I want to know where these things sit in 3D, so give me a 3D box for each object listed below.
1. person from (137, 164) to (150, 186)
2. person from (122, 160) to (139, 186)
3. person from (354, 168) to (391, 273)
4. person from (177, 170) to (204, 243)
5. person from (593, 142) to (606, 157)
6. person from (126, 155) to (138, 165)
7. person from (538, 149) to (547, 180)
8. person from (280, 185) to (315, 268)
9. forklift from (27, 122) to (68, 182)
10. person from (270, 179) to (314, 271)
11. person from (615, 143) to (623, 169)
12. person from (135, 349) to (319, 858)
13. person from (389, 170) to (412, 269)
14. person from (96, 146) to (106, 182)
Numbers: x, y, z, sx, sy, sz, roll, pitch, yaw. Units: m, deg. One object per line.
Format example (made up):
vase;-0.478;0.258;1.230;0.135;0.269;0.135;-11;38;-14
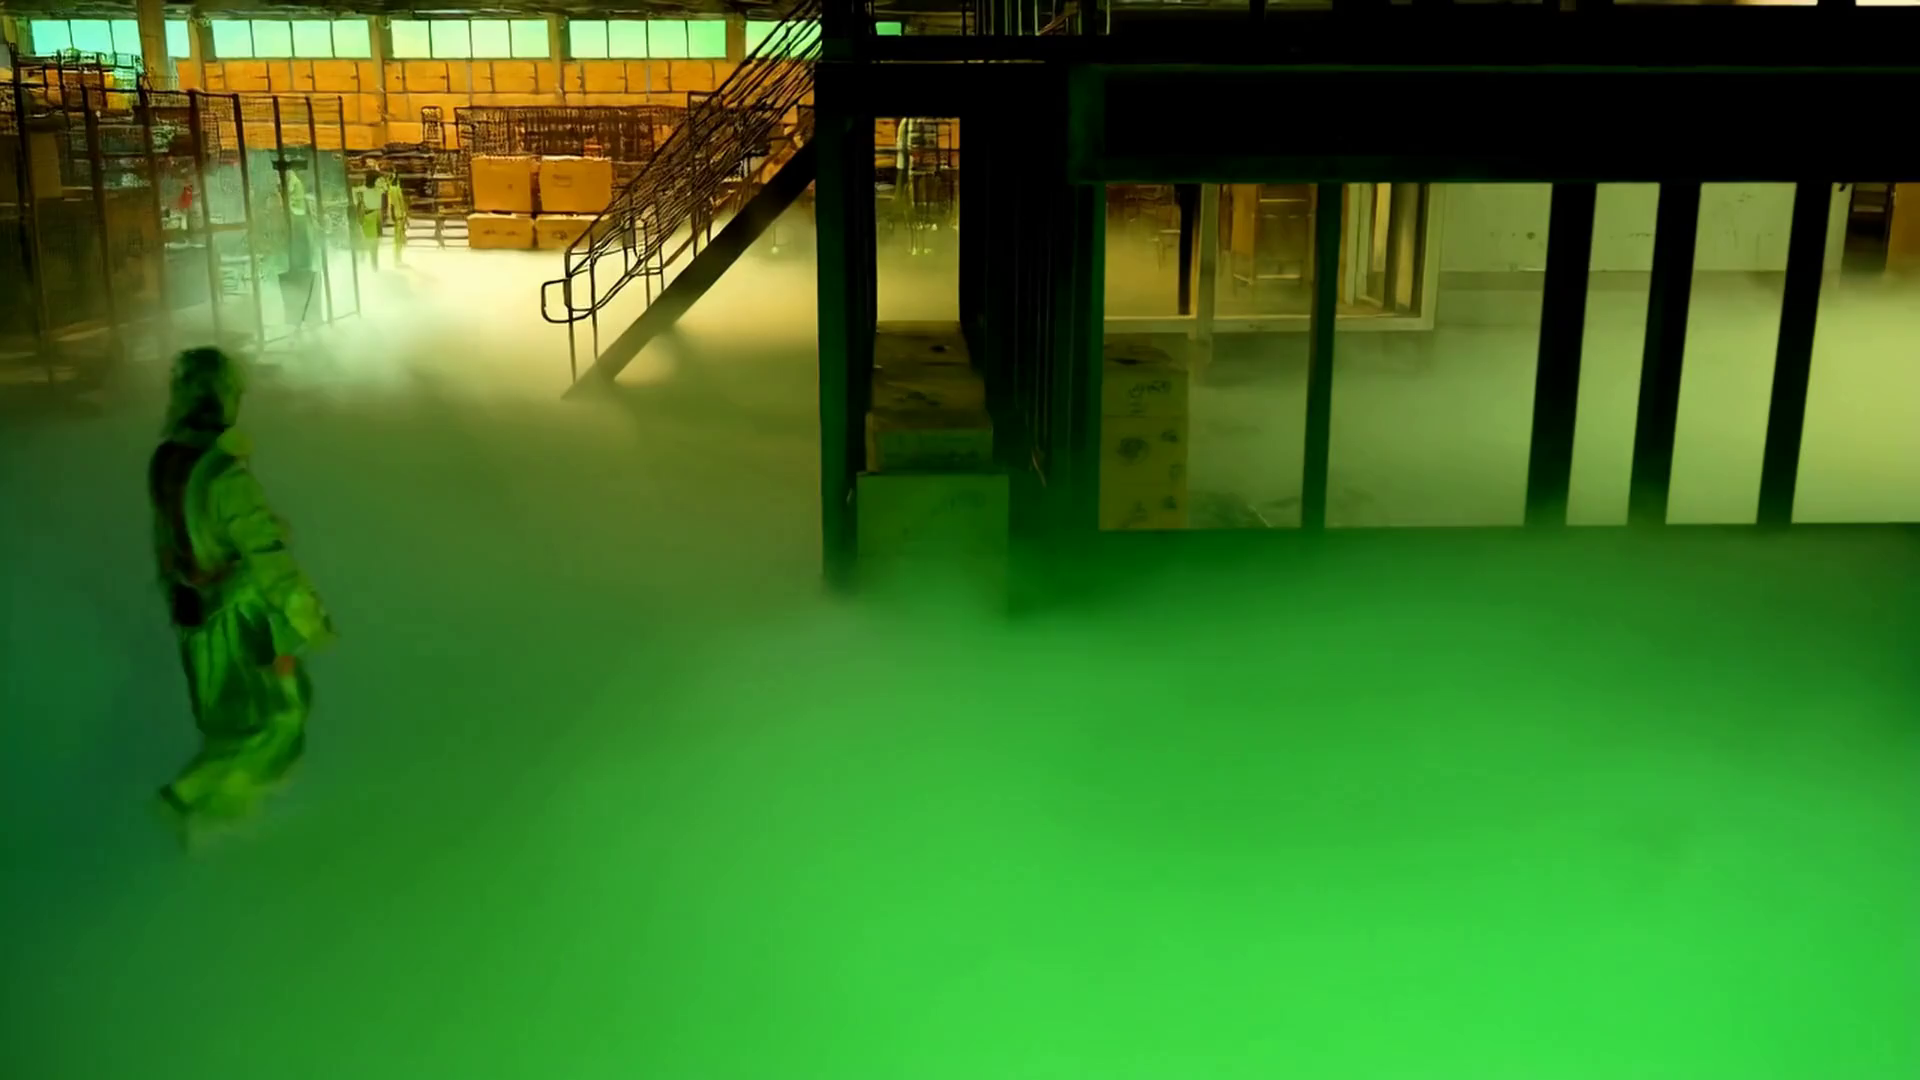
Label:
person;-17.056;-6.961;35.097;0.559;1.919;0.583;-3;14;-13
person;-18.944;-7.735;38.159;0.379;1.937;0.547;-1;14;-4
person;-10.942;-5.960;31.079;0.639;1.925;0.875;-12;18;-39
person;-14.997;-6.219;32.231;0.973;1.882;0.602;-4;15;-17
person;-16.030;-16.743;74.141;0.605;1.949;0.382;5;15;18
person;-40.329;-18.376;81.094;0.530;1.736;0.801;0;14;-2
person;-17.476;-15.406;69.272;0.944;1.717;0.532;-3;14;-13
person;-9.871;-4.357;24.846;0.344;1.847;0.506;7;16;27
forklift;-35.376;-14.773;64.377;1.129;2.768;1.873;-1;14;-2
person;-12.722;-5.944;31.420;0.891;1.719;0.542;1;14;5
person;-17.316;-19.307;84.715;0.918;1.785;0.629;-4;14;-14
person;-2.803;0.259;6.216;0.620;1.934;0.633;12;19;41
person;-10.814;-6.172;32.061;0.311;1.865;0.532;-2;14;-10
person;-40.440;-17.708;77.967;0.642;1.959;0.805;-1;14;-5
